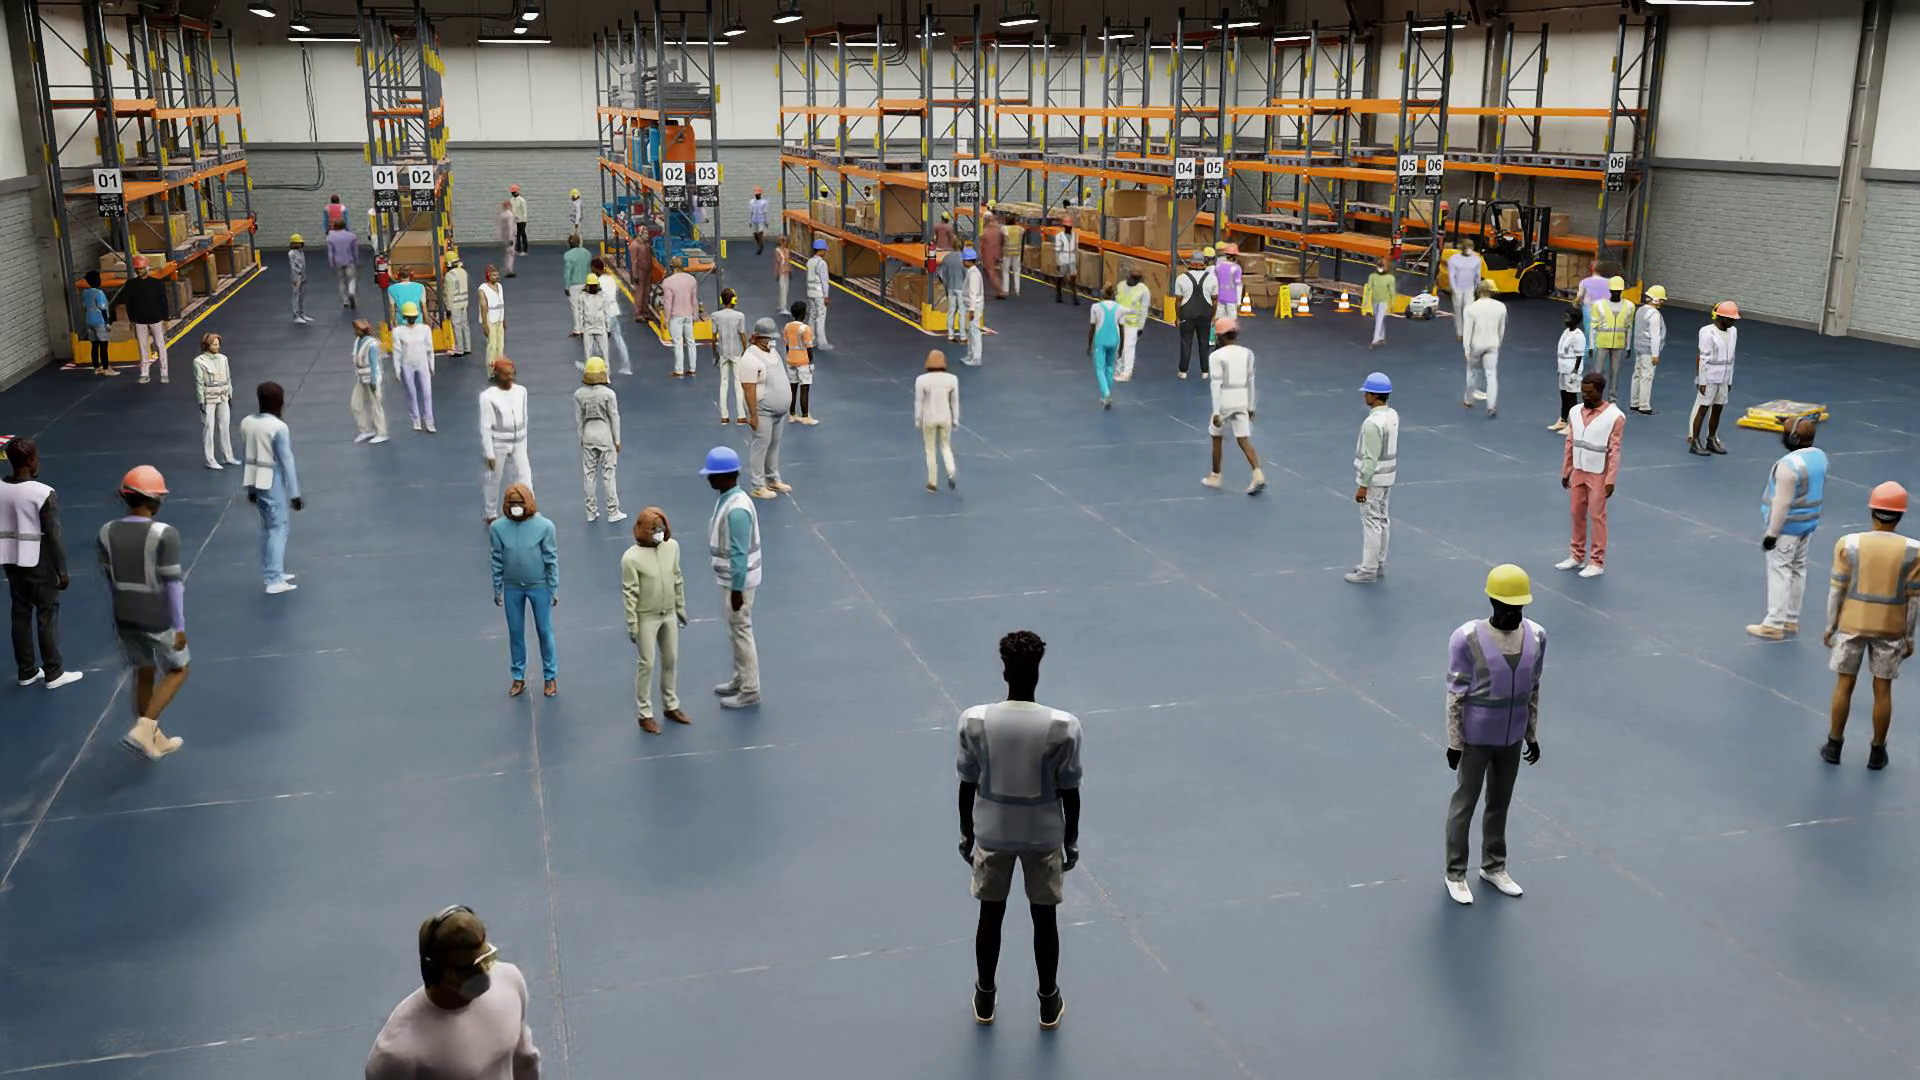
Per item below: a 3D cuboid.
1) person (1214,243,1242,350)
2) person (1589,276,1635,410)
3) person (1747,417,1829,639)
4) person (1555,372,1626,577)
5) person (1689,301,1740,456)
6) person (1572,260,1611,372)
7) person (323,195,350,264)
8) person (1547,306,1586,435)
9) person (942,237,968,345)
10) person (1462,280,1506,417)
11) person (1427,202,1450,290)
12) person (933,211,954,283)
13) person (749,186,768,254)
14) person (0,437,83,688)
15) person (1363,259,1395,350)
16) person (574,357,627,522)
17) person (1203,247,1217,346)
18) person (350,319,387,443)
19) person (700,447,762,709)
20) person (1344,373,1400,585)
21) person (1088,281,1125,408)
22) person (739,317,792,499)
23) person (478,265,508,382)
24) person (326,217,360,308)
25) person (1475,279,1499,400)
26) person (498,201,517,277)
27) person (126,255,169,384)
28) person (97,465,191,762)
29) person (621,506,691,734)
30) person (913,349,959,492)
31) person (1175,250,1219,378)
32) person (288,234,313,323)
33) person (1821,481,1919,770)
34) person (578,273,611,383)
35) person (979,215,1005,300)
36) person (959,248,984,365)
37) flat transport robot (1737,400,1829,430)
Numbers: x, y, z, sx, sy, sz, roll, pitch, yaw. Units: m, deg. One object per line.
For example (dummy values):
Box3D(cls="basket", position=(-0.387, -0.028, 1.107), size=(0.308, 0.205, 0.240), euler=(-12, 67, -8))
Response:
Box3D(cls="person", position=(4.658, -4.165, 28.808), size=(0.552, 1.934, 0.373), euler=(14, 20, 41))
Box3D(cls="person", position=(9.234, -2.776, 23.600), size=(0.594, 1.926, 0.367), euler=(2, 15, 6))
Box3D(cls="person", position=(6.832, -0.106, 13.722), size=(0.632, 1.840, 0.429), euler=(-11, 19, -36))
Box3D(cls="person", position=(5.892, -0.623, 15.541), size=(0.399, 1.909, 0.599), euler=(-8, 17, -29))
Box3D(cls="person", position=(9.434, -2.005, 20.705), size=(0.546, 1.930, 0.381), euler=(-6, 16, -22))
Box3D(cls="person", position=(10.387, -3.675, 27.247), size=(0.565, 1.802, 0.978), euler=(-5, 16, -19))
Box3D(cls="person", position=(-16.774, -8.371, 44.820), size=(0.634, 1.841, 0.429), euler=(-4, 15, -16))
Box3D(cls="person", position=(8.061, -2.238, 22.014), size=(0.320, 1.698, 0.531), euler=(-1, 15, -3))
Box3D(cls="person", position=(-0.032, -4.506, 30.089), size=(0.627, 1.941, 0.370), euler=(11, 18, 35))
Box3D(cls="person", position=(7.364, -2.696, 23.410), size=(0.647, 1.893, 1.032), euler=(0, 15, 1))
Box3D(cls="person", position=(11.157, -6.840, 38.704), size=(0.417, 2.034, 0.603), euler=(0, 15, 1))
Box3D(cls="person", position=(-0.450, -7.019, 39.946), size=(0.599, 1.724, 0.568), euler=(10, 18, 34))
Box3D(cls="person", position=(-5.765, -9.173, 47.699), size=(0.555, 1.916, 0.777), euler=(4, 15, 14))
Box3D(cls="person", position=(-6.991, 0.183, 12.515), size=(0.584, 1.911, 0.394), euler=(3, 15, 12))
Box3D(cls="person", position=(7.526, -4.235, 29.747), size=(0.492, 1.587, 0.885), euler=(12, 19, 39))
Box3D(cls="person", position=(-3.787, -1.057, 17.483), size=(0.487, 1.744, 0.294), euler=(4, 15, 13))
Box3D(cls="person", position=(4.470, -4.372, 29.915), size=(0.324, 1.769, 0.523), euler=(2, 15, 7))
Box3D(cls="person", position=(-7.652, -2.030, 21.363), size=(0.553, 1.615, 0.528), euler=(14, 20, 41))
Box3D(cls="person", position=(-1.656, 0.268, 12.135), size=(0.422, 1.935, 0.621), euler=(-4, 15, -15))
Box3D(cls="person", position=(3.794, -0.564, 15.238), size=(0.389, 1.948, 0.608), euler=(9, 17, 30))
Box3D(cls="person", position=(2.116, -2.792, 23.854), size=(0.517, 1.829, 0.749), euler=(-3, 15, -9))
Box3D(cls="person", position=(-2.139, -1.484, 18.522), size=(0.535, 2.000, 0.685), euler=(5, 16, 18))
Box3D(cls="person", position=(-7.334, -3.393, 26.117), size=(0.410, 1.831, 0.570), euler=(4, 15, 14))
Box3D(cls="person", position=(-13.018, -5.839, 35.135), size=(0.638, 1.924, 0.620), euler=(-4, 16, -16))
Box3D(cls="person", position=(7.765, -2.974, 24.657), size=(0.312, 1.768, 0.522), euler=(5, 16, 18))
Box3D(cls="person", position=(-11.266, -7.518, 41.562), size=(0.458, 1.870, 0.790), euler=(-11, 19, -37))
Box3D(cls="person", position=(-12.664, -3.434, 25.944), size=(0.610, 1.996, 0.386), euler=(-2, 15, -7))
Box3D(cls="person", position=(-5.408, 0.524, 11.027), size=(0.608, 2.019, 0.646), euler=(3, 15, 12))
Box3D(cls="person", position=(-2.134, 0.551, 11.665), size=(0.288, 1.623, 0.507), euler=(12, 19, 38))
Box3D(cls="person", position=(-0.261, -1.333, 18.762), size=(0.512, 1.623, 0.388), euler=(-5, 16, -18))
Box3D(cls="person", position=(3.739, -3.591, 26.449), size=(0.688, 2.000, 0.539), euler=(0, 15, 1))
Box3D(cls="person", position=(-13.148, -5.213, 33.121), size=(0.310, 1.744, 0.486), euler=(2, 15, 7))
Box3D(cls="person", position=(6.041, 0.563, 11.021), size=(0.551, 1.933, 0.378), euler=(8, 17, 26))
Box3D(cls="person", position=(-5.671, -3.274, 25.848), size=(0.486, 1.736, 0.320), euler=(-3, 15, -11))
Box3D(cls="person", position=(0.651, -6.266, 36.911), size=(0.970, 1.849, 0.666), euler=(12, 19, 39))
Box3D(cls="person", position=(0.191, -3.891, 27.775), size=(0.413, 1.937, 0.620), euler=(-2, 15, -7))
Box3D(cls="flat transport robot", position=(11.299, -1.721, 22.803), size=(1.431, 0.197, 0.652), euler=(-13, 20, -41))
